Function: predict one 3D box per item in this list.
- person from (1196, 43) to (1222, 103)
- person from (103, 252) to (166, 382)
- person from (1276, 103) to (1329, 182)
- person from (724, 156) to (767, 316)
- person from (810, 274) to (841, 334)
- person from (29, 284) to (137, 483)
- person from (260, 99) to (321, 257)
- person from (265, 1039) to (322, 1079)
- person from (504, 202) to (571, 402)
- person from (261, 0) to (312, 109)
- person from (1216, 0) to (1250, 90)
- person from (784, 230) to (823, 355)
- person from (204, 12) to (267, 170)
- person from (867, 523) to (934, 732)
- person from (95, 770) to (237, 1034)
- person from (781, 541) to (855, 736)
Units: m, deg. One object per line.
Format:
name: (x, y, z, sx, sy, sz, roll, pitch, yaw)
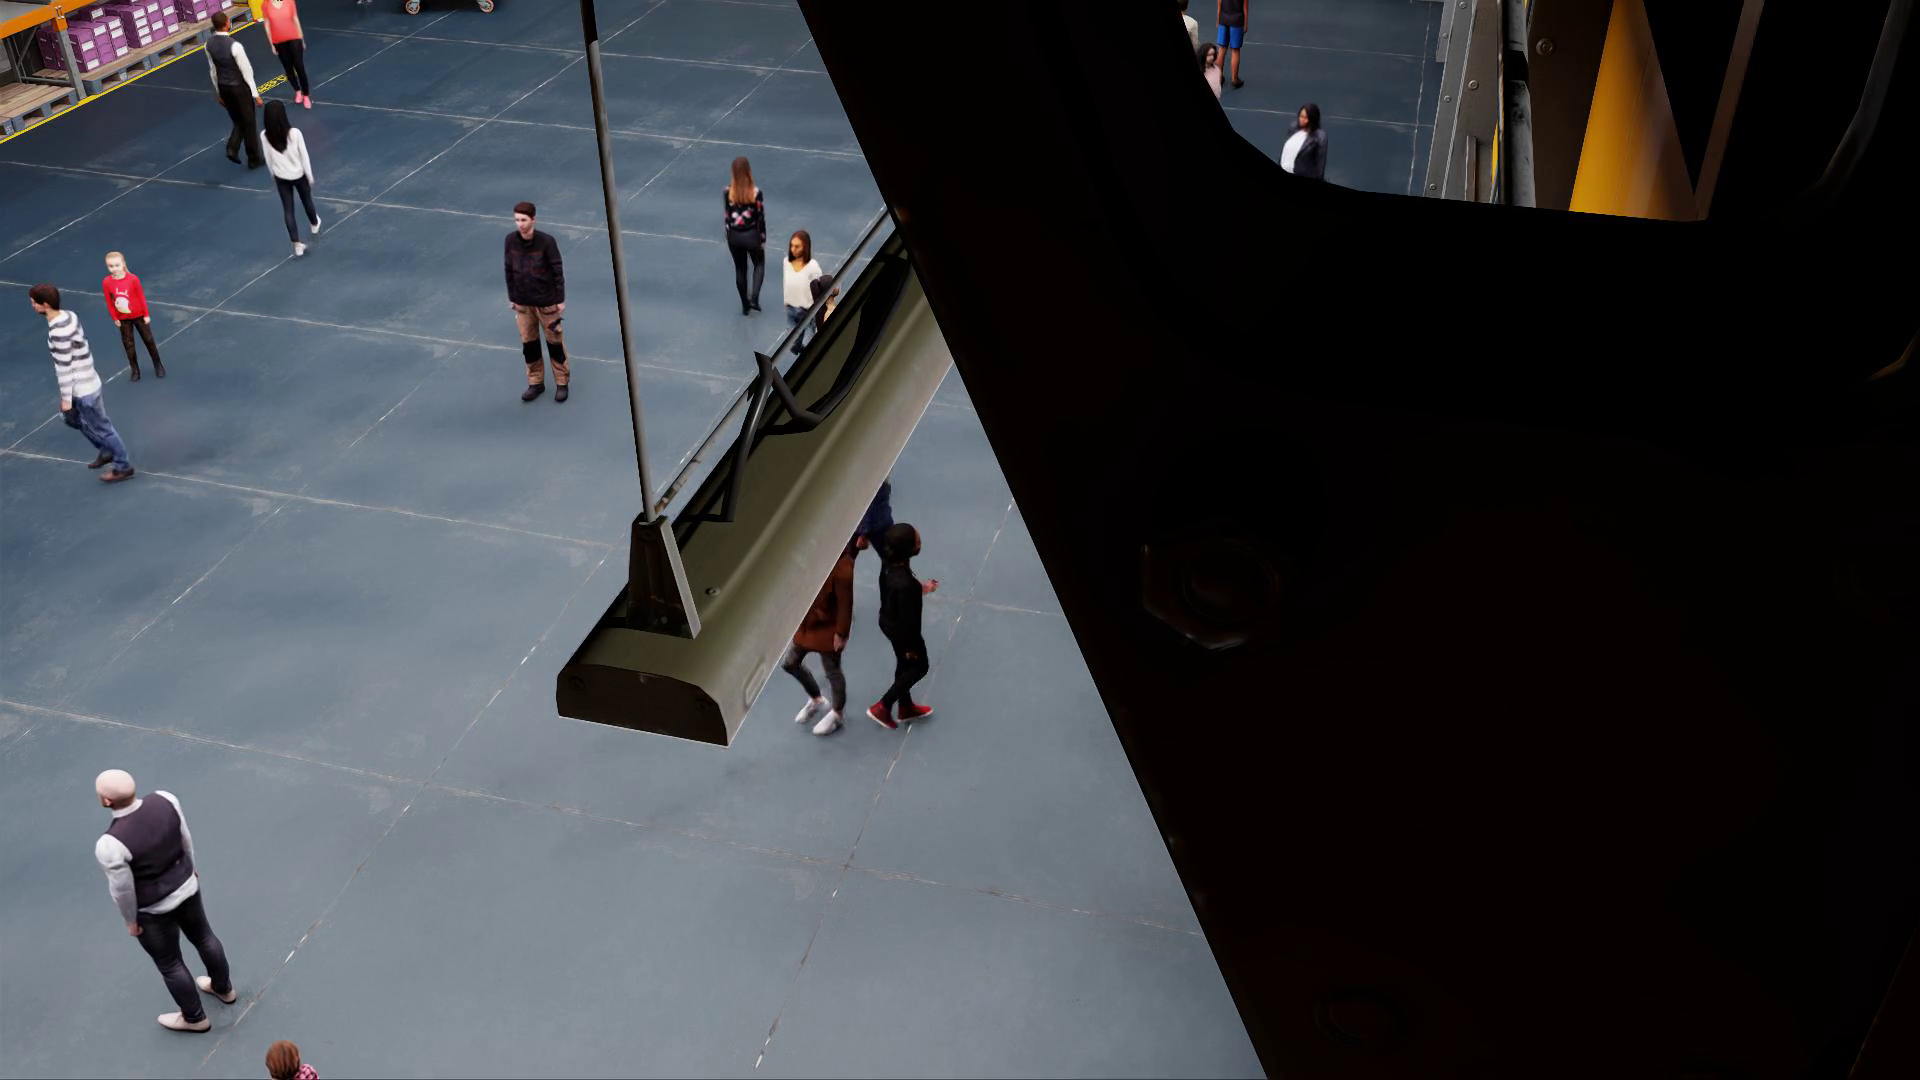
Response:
person: (2.839, -5.046, 19.757, 0.920, 1.754, 0.990, -16, 37, -22)
person: (-7.884, -2.141, 15.814, 0.566, 1.281, 0.611, -12, 36, -18)
person: (3.821, -4.087, 18.491, 1.168, 1.558, 1.056, -22, 40, -30)
person: (-2.180, -3.025, 16.792, 0.645, 1.671, 0.703, 2, 34, 3)
person: (-1.114, -1.549, 14.557, 0.654, 1.687, 0.626, -25, 41, -32)
person: (-7.337, -1.329, 14.090, 0.880, 1.836, 0.811, -14, 36, -20)
person: (-7.334, -3.922, 18.157, 0.923, 1.653, 1.174, -5, 34, -7)
person: (-3.353, 2.906, 8.454, 0.498, 1.023, 0.562, -21, 39, -28)
person: (-3.894, -2.200, 15.321, 0.735, 1.925, 0.664, 3, 34, 4)
person: (-9.013, -6.680, 22.294, 0.830, 1.668, 0.977, -8, 34, -12)
person: (3.731, -7.126, 22.844, 0.664, 1.800, 0.656, 18, 37, 24)
person: (-1.378, -2.110, 15.419, 0.765, 1.666, 0.888, 20, 38, 27)
person: (-8.826, -5.399, 20.152, 0.718, 1.905, 0.805, 10, 35, 15)
person: (-0.463, 0.620, 11.319, 0.879, 1.658, 0.827, -11, 35, -16)
person: (-4.375, 1.965, 9.146, 0.769, 1.824, 0.558, 13, 36, 18)
person: (-0.891, 0.514, 11.323, 0.842, 1.830, 0.859, 28, 43, 35)
